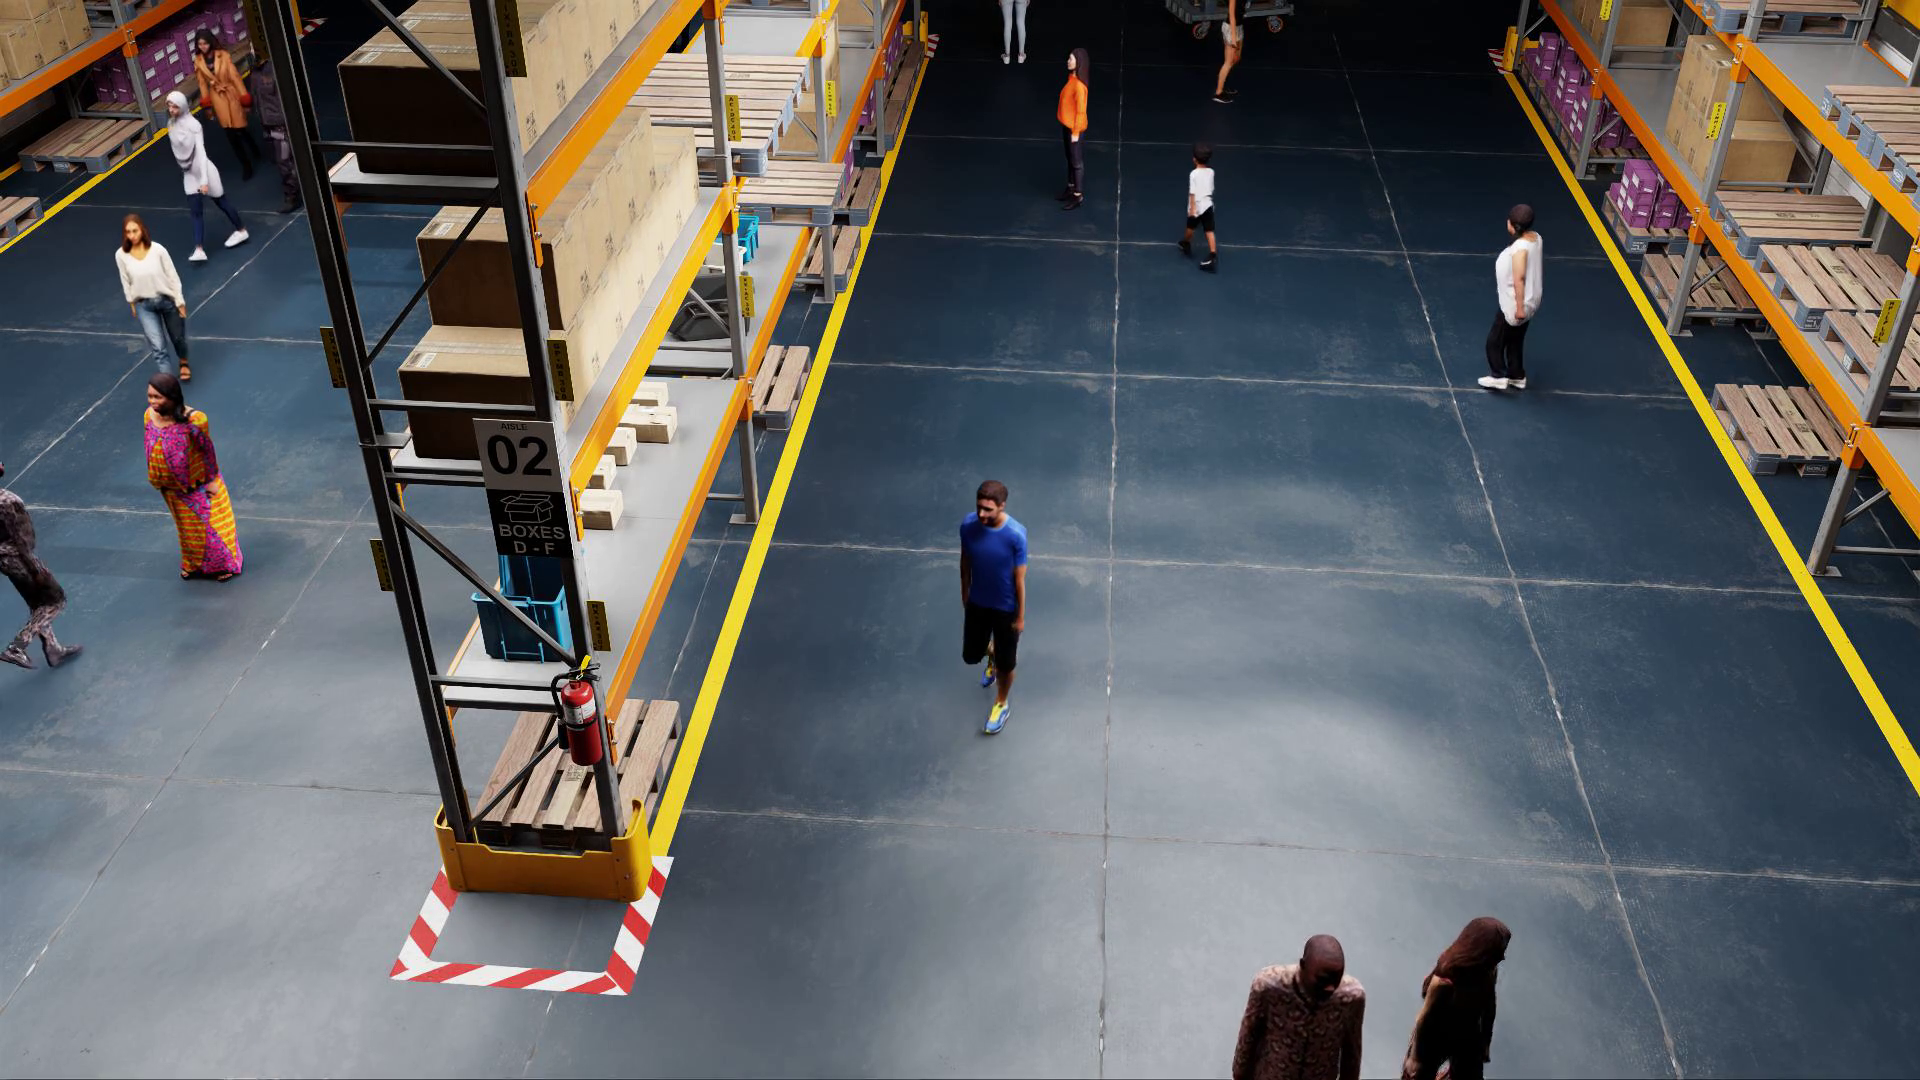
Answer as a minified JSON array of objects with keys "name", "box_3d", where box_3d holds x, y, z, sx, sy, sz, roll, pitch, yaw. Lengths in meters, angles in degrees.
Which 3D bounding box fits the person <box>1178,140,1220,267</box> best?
[{"name":"person","box_3d":[2.472,-3.357,16.809,0.789,1.217,0.992,-15,37,-22]}]

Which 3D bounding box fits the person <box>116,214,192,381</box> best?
[{"name":"person","box_3d":[-6.960,-2.064,14.482,0.888,1.640,1.132,-10,35,-14]}]

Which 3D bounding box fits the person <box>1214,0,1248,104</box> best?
[{"name":"person","box_3d":[3.386,-6.412,20.870,0.880,1.811,0.729,7,34,10]}]

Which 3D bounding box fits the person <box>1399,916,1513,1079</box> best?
[{"name":"person","box_3d":[2.311,2.355,7.923,0.685,1.540,0.683,-3,34,-4]}]

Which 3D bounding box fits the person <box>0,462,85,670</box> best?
[{"name":"person","box_3d":[-6.322,0.187,11.037,0.801,1.705,0.883,25,41,33]}]

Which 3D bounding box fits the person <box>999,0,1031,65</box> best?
[{"name":"person","box_3d":[0.722,-7.256,22.192,0.608,1.751,0.608,-2,34,-2]}]

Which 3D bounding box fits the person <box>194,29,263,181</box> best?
[{"name":"person","box_3d":[-8.226,-4.921,18.718,0.768,1.708,0.837,-2,34,-4]}]

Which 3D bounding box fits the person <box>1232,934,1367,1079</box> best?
[{"name":"person","box_3d":[1.524,2.388,7.652,0.717,1.786,0.816,2,34,2]}]

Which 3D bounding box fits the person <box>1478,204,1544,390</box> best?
[{"name":"person","box_3d":[4.874,-2.069,14.468,0.871,1.664,0.799,17,37,23]}]

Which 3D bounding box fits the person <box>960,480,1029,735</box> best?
[{"name":"person","box_3d":[0.271,0.356,10.650,0.765,1.852,0.929,13,36,19]}]

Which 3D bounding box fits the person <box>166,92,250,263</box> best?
[{"name":"person","box_3d":[-7.660,-3.722,16.896,0.861,1.729,1.167,17,37,24]}]

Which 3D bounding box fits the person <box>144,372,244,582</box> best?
[{"name":"person","box_3d":[-5.601,-0.474,12.048,0.661,1.686,0.670,6,34,9]}]

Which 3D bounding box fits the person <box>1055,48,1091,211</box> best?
[{"name":"person","box_3d":[1.242,-4.458,17.985,0.729,1.749,0.570,-5,34,-7]}]

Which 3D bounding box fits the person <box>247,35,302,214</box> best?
[{"name":"person","box_3d":[-7.298,-4.529,17.965,0.961,1.890,1.133,17,37,24]}]
